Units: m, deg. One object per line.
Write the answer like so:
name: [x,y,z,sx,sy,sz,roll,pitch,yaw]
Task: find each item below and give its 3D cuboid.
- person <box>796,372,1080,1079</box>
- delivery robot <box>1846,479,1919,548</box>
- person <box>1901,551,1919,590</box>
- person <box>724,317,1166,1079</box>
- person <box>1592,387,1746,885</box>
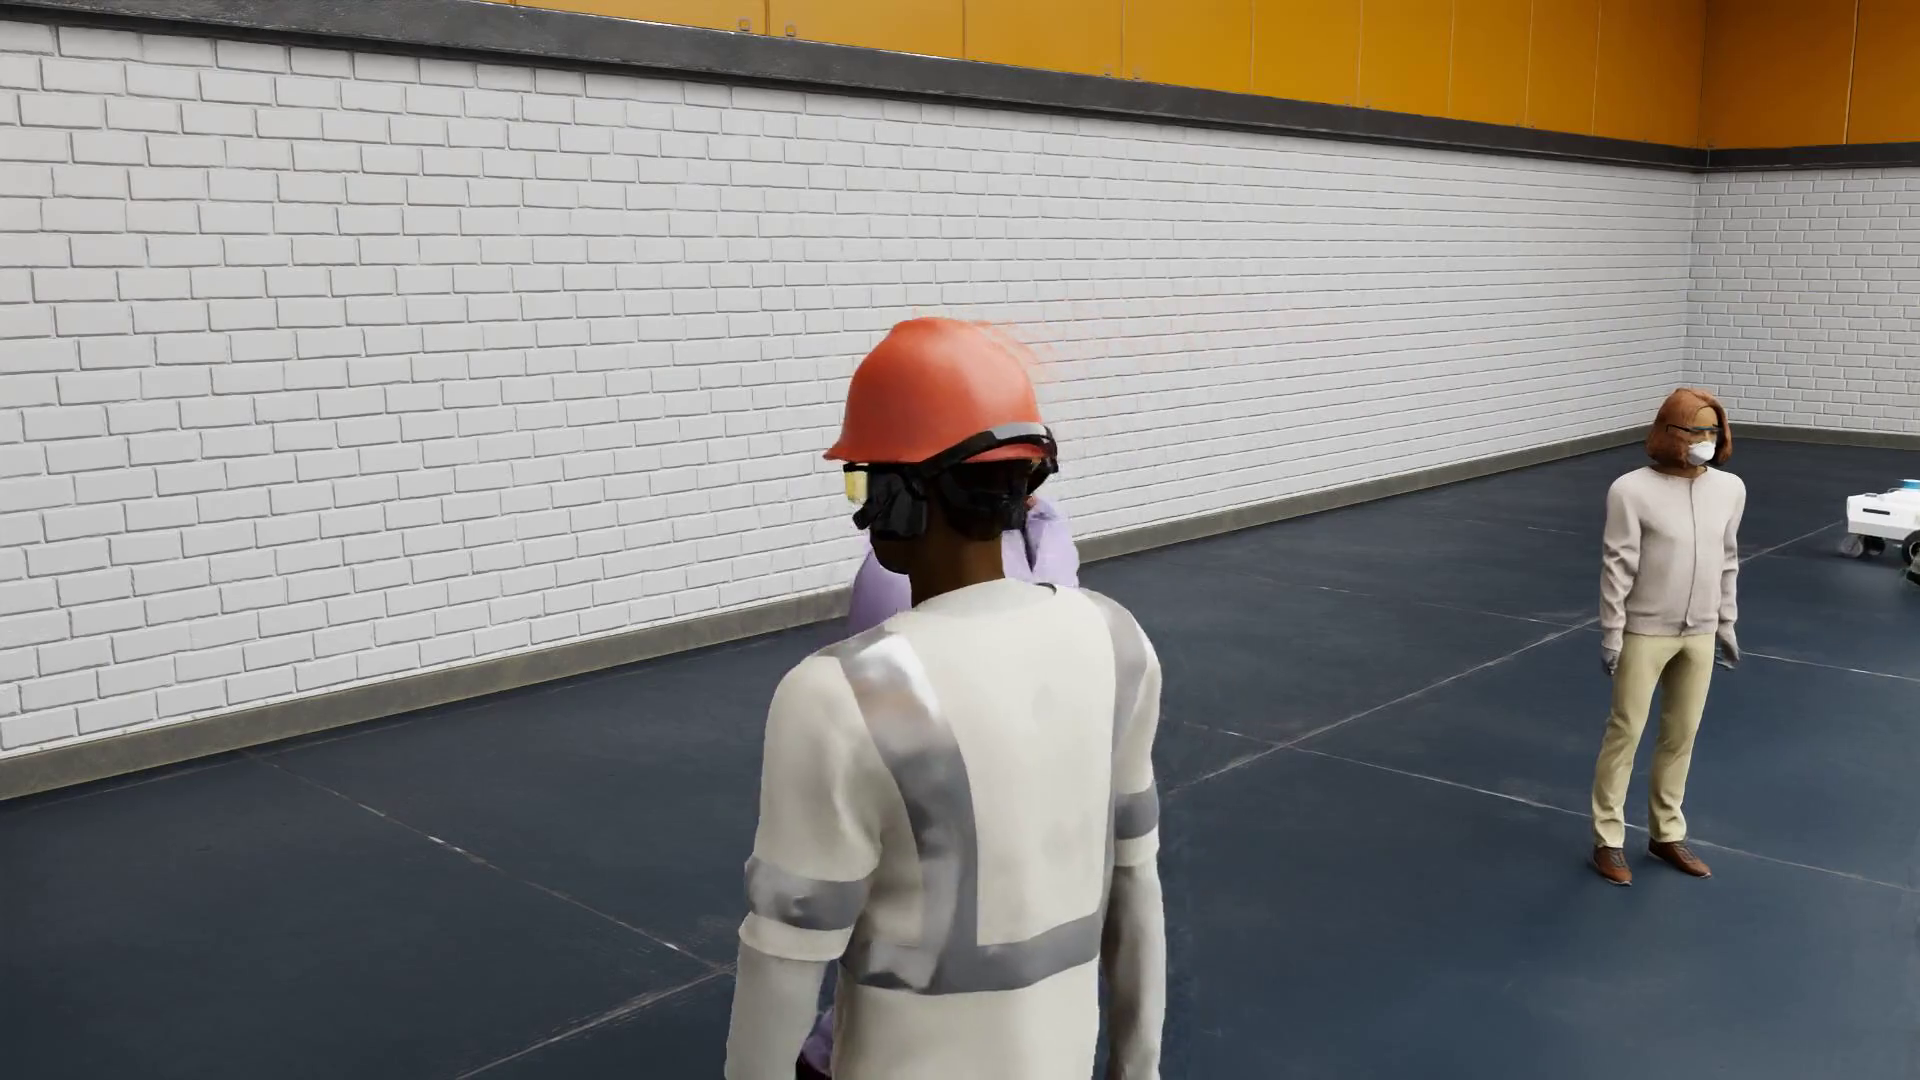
person: [-0.011,0.539,3.562,0.992,1.861,0.635,5,11,28]
delivery robot: [6.229,-0.155,10.924,0.477,0.478,0.707,-6,12,-32]
person: [5.924,-0.480,9.583,0.581,1.780,0.881,-9,14,-43]
person: [-0.021,0.706,2.222,1.043,1.989,0.628,10,14,44]
person: [2.320,0.316,5.444,0.507,1.630,0.268,-2,10,-13]
